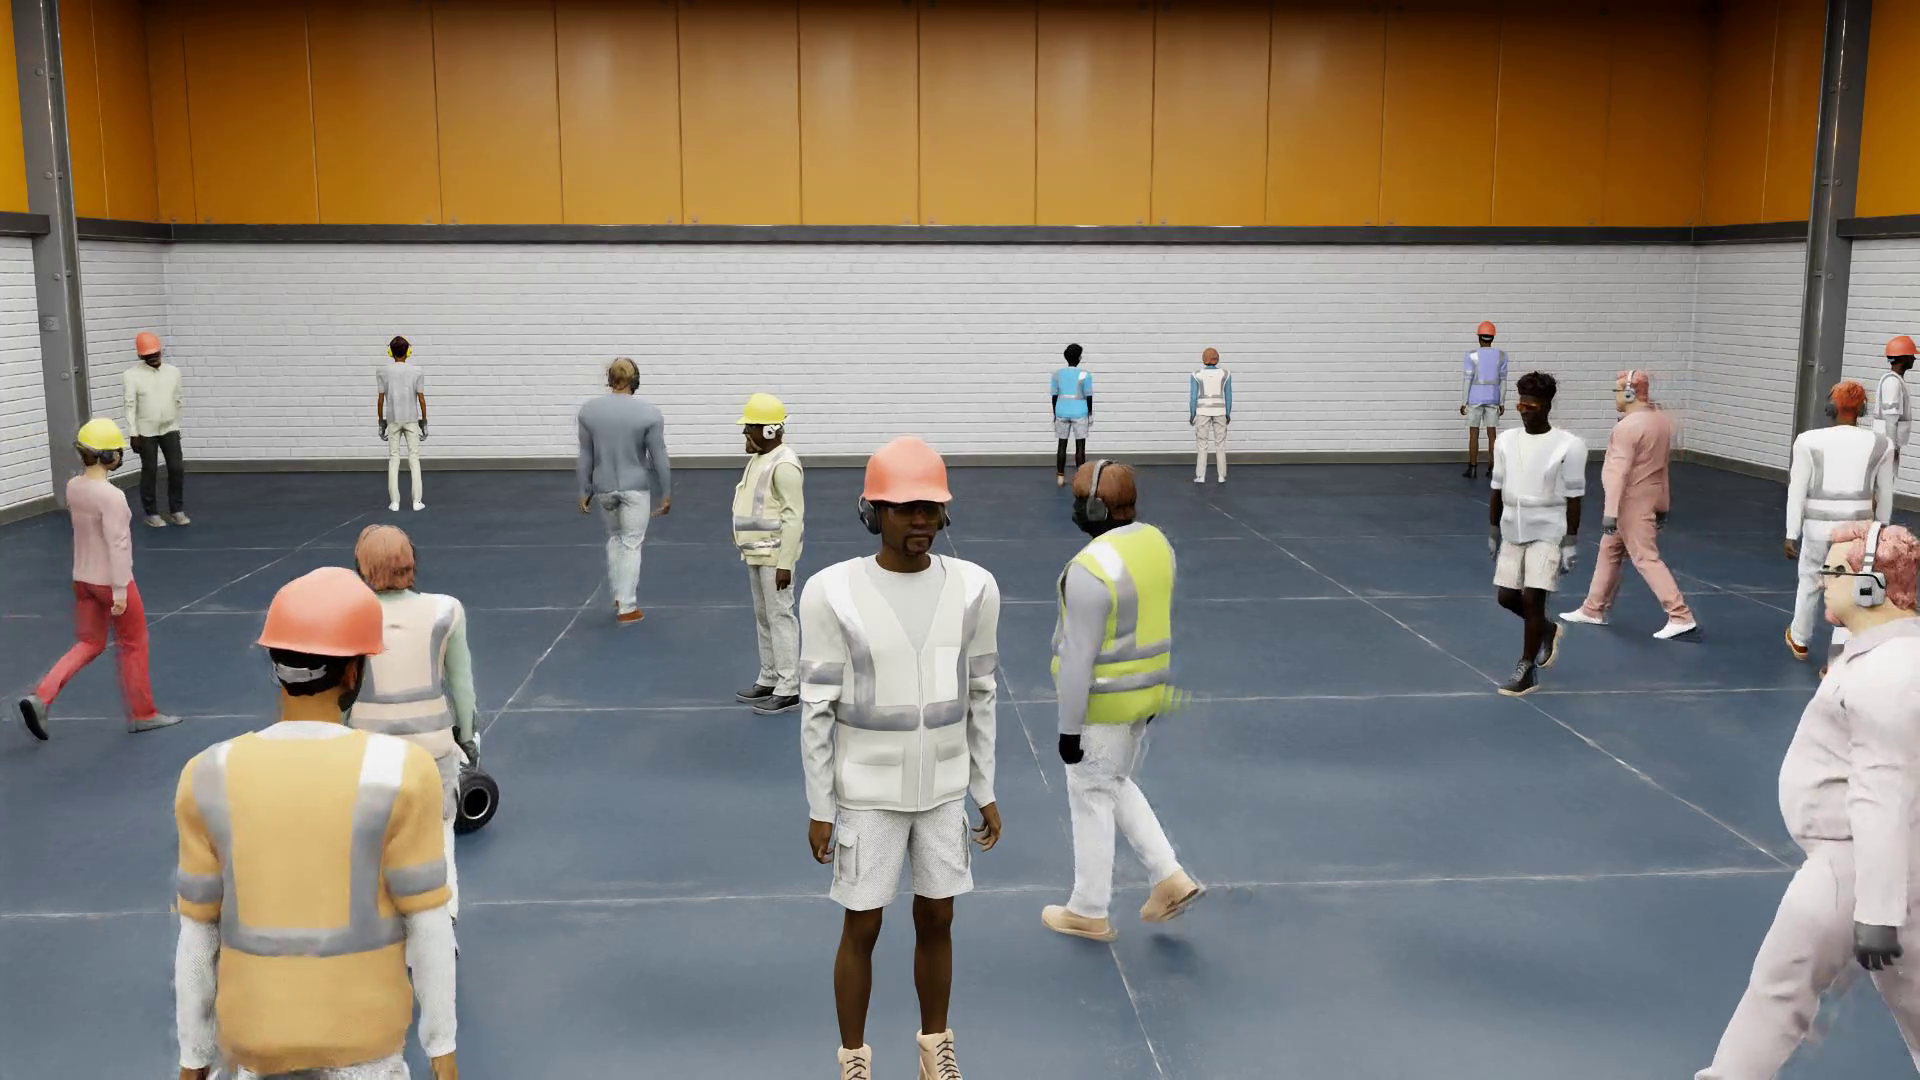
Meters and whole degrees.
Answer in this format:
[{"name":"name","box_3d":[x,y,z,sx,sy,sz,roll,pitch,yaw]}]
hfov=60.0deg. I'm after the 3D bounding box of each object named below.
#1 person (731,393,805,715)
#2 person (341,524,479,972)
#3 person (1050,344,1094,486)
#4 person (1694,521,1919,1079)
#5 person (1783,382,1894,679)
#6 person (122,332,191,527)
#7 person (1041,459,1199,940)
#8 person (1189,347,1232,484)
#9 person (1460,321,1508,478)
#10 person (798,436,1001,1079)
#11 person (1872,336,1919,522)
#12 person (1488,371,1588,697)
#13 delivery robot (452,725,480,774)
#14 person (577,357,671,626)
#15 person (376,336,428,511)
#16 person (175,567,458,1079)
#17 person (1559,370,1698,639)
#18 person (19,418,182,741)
[{"name":"person","box_3d":[-1.101,0.075,9.535,0.404,1.830,0.603,-4,10,-24]},{"name":"person","box_3d":[-1.984,0.752,5.910,0.539,1.624,0.386,-4,10,-25]},{"name":"person","box_3d":[1.331,-1.472,19.679,0.540,1.695,0.317,4,10,24]},{"name":"person","box_3d":[2.414,0.864,4.527,1.013,1.851,0.669,7,12,38]},{"name":"person","box_3d":[5.470,-0.069,10.412,0.607,1.834,0.977,3,9,17]},{"name":"person","box_3d":[-7.947,-1.078,16.403,0.671,1.944,0.638,8,12,40]},{"name":"person","box_3d":[0.570,0.611,6.178,0.489,1.831,0.649,6,11,34]},{"name":"person","box_3d":[3.004,-1.484,19.937,0.512,1.639,0.312,0,9,0]},{"name":"person","box_3d":[6.445,-1.724,20.508,0.553,1.935,0.362,0,9,-1]},{"name":"person","box_3d":[-0.158,0.717,4.835,0.607,2.048,0.365,-4,10,-22]},{"name":"person","box_3d":[8.680,-0.925,15.474,0.344,1.942,0.548,4,10,26]},{"name":"person","box_3d":[3.486,-0.054,10.013,0.692,1.945,0.603,-7,12,-39]},{"name":"delivery robot","box_3d":[-2.508,1.006,7.398,0.477,0.478,0.707,8,12,39]},{"name":"person","box_3d":[-2.380,-0.361,12.010,0.652,1.914,0.680,2,9,13]},{"name":"person","box_3d":[-5.924,-1.234,17.687,0.510,1.862,0.323,-2,9,-14]},{"name":"person","box_3d":[-1.350,1.021,3.425,0.586,1.901,0.832,0,9,-1]},{"name":"person","box_3d":[4.716,-0.253,11.563,0.993,1.857,0.650,8,12,40]},{"name":"person","box_3d":[-4.635,0.218,8.906,0.527,1.745,0.726,6,11,31]}]
